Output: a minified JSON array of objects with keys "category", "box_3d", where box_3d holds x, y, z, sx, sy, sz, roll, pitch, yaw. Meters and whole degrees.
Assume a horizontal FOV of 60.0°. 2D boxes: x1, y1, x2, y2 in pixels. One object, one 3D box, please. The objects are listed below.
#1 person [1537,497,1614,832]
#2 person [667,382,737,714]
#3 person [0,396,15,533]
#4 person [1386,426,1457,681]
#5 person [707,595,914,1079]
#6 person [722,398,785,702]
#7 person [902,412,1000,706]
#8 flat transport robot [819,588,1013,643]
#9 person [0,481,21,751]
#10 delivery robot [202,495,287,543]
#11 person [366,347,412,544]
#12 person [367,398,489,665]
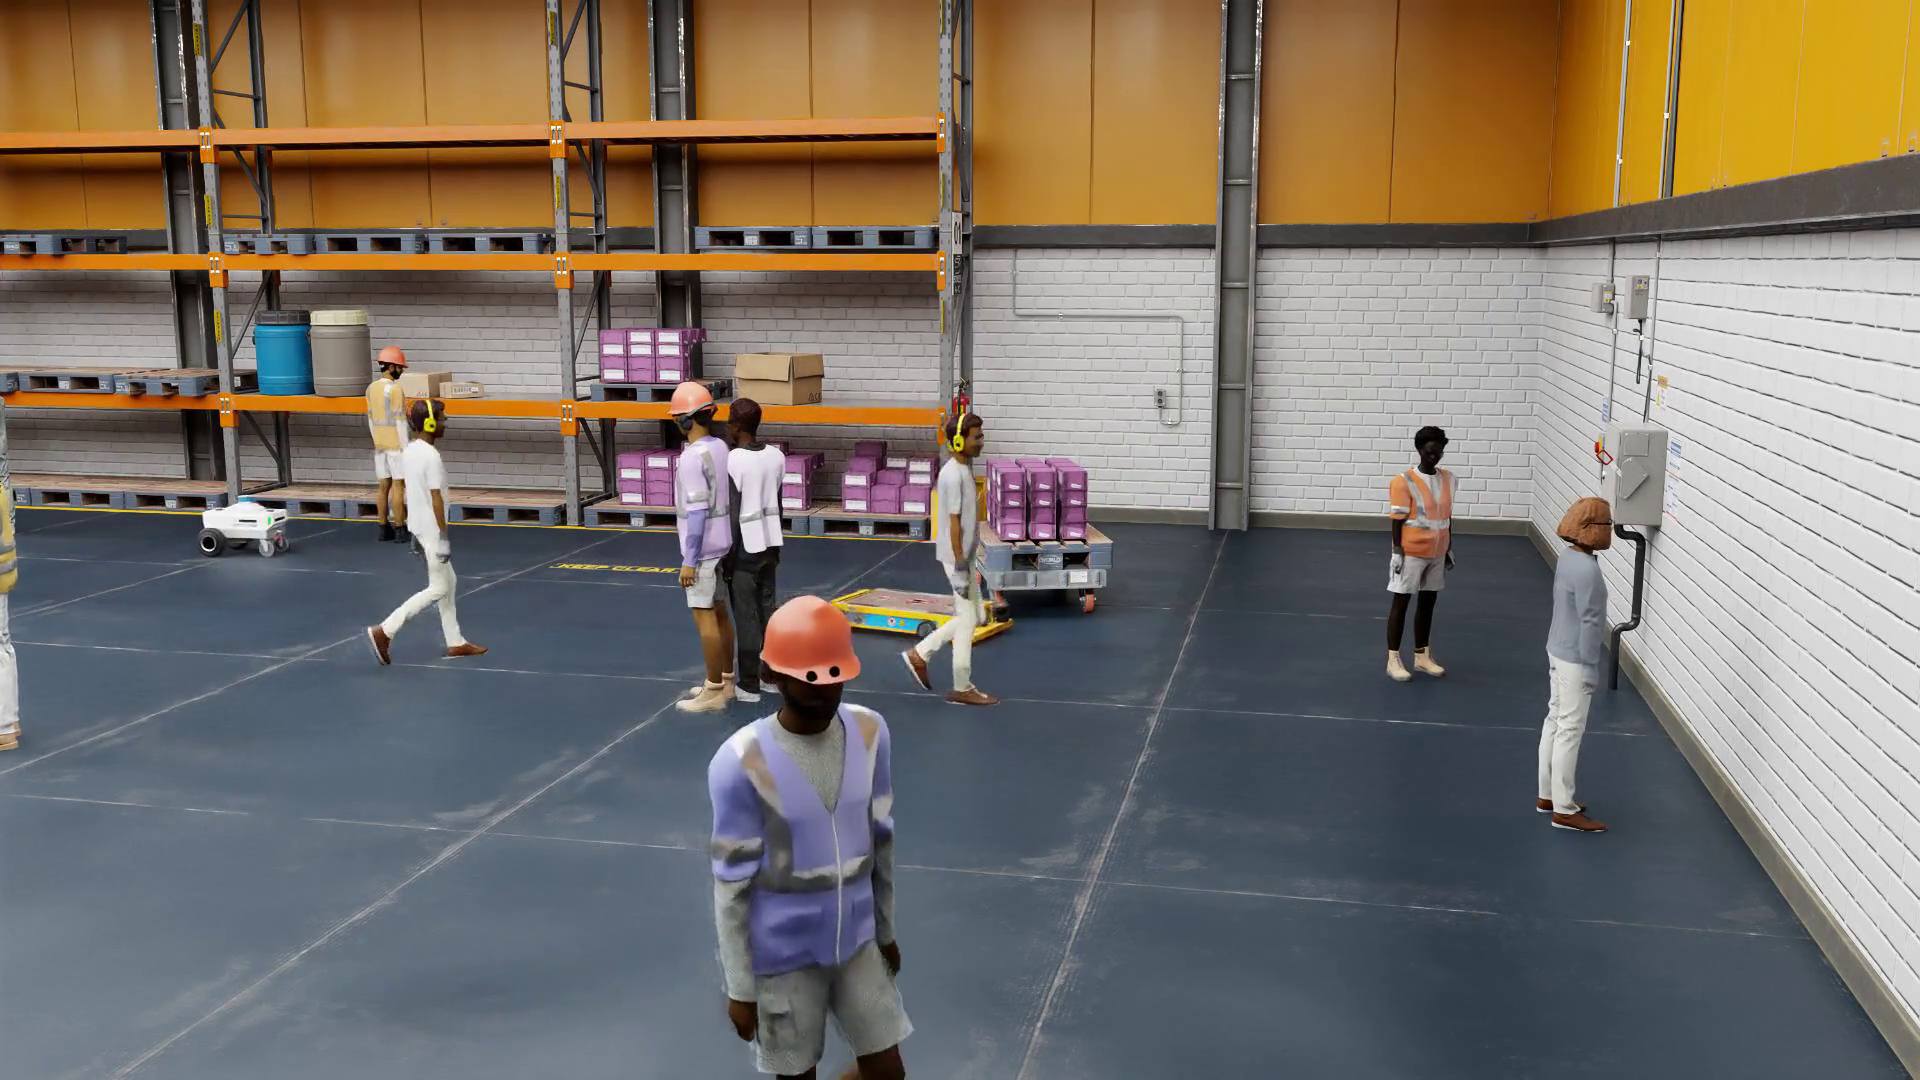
[{"category":"person","box_3d":[3.038,0.596,8.180,0.286,1.633,0.500,1,10,6]},{"category":"person","box_3d":[-1.598,0.052,10.202,0.392,2.038,0.611,2,10,10]},{"category":"person","box_3d":[-9.767,-0.894,16.679,0.295,1.743,0.493,1,10,8]},{"category":"person","box_3d":[3.064,0.082,11.035,0.536,1.695,0.322,-5,11,-26]},{"category":"person","box_3d":[-0.388,1.080,4.460,0.583,1.920,0.439,-7,12,-37]},{"category":"person","box_3d":[-1.316,0.062,10.499,0.381,1.918,0.596,5,11,29]},{"category":"person","box_3d":[-0.055,0.128,10.330,0.543,1.849,0.517,1,10,8]},{"category":"flat transport robot","box_3d":[-0.381,0.550,12.478,1.431,0.197,0.652,5,11,27]},{"category":"person","box_3d":[-5.576,0.283,9.415,0.429,1.843,0.627,-4,10,-21]},{"category":"delivery robot","box_3d":[-6.736,-0.178,15.675,0.707,0.478,0.477,1,10,7]},{"category":"person","box_3d":[-5.565,-0.930,16.351,0.543,1.927,0.375,7,12,37]},{"category":"person","box_3d":[-3.676,-0.053,11.400,0.785,1.847,0.526,-7,12,-35]}]
